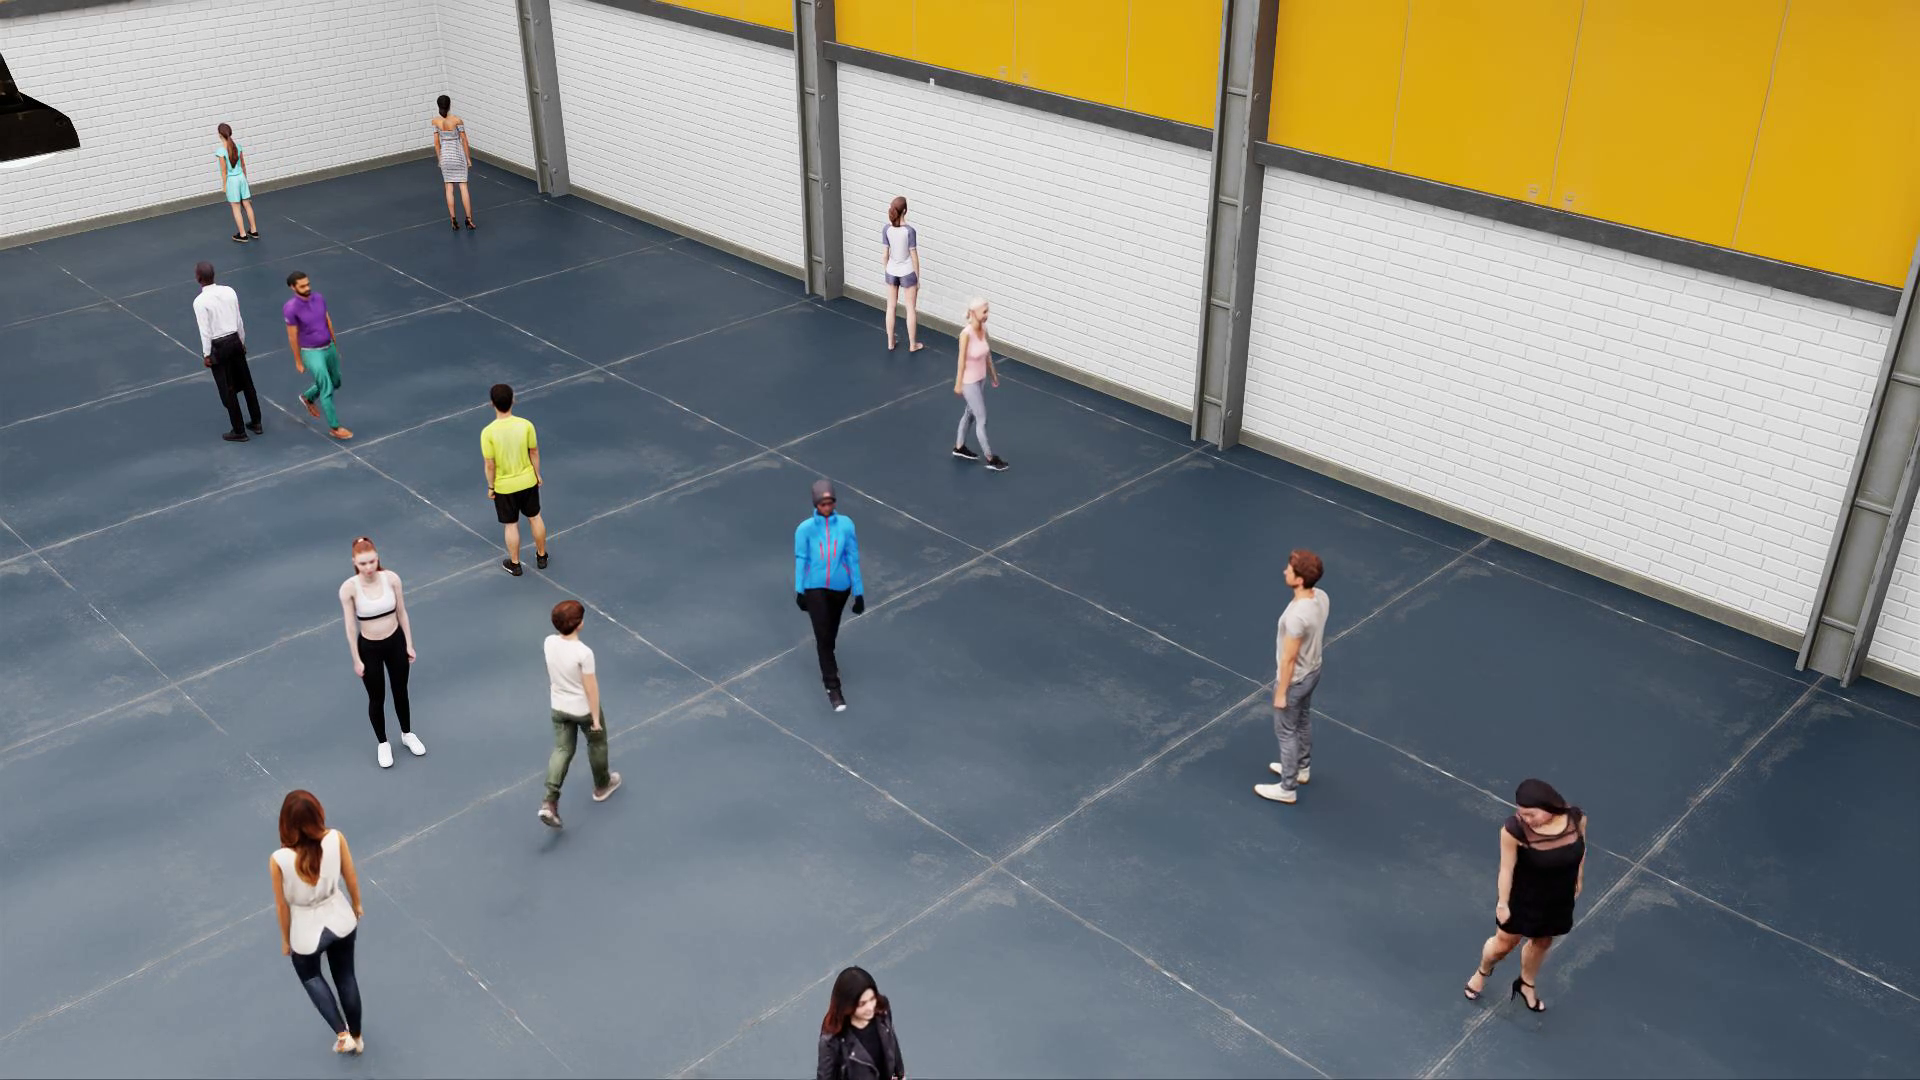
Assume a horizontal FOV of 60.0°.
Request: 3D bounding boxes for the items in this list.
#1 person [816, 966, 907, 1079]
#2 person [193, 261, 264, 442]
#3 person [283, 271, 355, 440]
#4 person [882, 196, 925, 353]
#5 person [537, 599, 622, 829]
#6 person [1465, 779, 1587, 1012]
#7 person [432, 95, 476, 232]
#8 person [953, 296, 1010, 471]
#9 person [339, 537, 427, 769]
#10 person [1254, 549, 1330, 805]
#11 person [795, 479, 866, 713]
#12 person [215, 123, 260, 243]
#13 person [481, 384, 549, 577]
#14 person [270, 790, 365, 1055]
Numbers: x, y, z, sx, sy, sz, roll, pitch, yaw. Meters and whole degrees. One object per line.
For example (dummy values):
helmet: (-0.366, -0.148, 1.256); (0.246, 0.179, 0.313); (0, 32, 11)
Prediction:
person: (-0.549, 2.725, 8.250); (0.621, 1.622, 0.654); (22, 36, 35)
person: (-7.262, -1.869, 16.448); (0.625, 1.836, 0.689); (16, 32, 26)
person: (-6.451, -1.859, 16.526); (1.070, 1.743, 0.836); (14, 32, 24)
person: (-0.658, -2.962, 18.524); (0.634, 1.768, 0.729); (9, 30, 17)
person: (-2.618, 1.174, 11.083); (1.062, 1.631, 0.924); (10, 30, 18)
person: (3.311, 2.024, 9.479); (0.805, 1.675, 0.816); (-15, 32, -25)
person: (-6.801, -5.065, 22.321); (0.682, 1.822, 0.735); (-1, 29, -2)
person: (0.056, -1.540, 15.985); (0.981, 1.702, 0.678); (18, 33, 29)
person: (-4.071, 0.774, 11.703); (0.621, 1.740, 0.573); (-19, 34, -30)
person: (2.292, 0.921, 11.276); (0.629, 1.892, 0.698); (16, 32, 27)
person: (-1.008, 0.338, 12.506); (0.977, 1.737, 1.235); (-9, 30, -16)
person: (-9.593, -4.739, 22.000); (0.597, 1.558, 0.596); (16, 33, 27)
person: (-3.775, -0.515, 14.100); (0.673, 1.707, 0.628); (-14, 32, -25)
person: (-3.457, 2.175, 9.096); (0.650, 1.776, 0.651); (-20, 35, -33)
